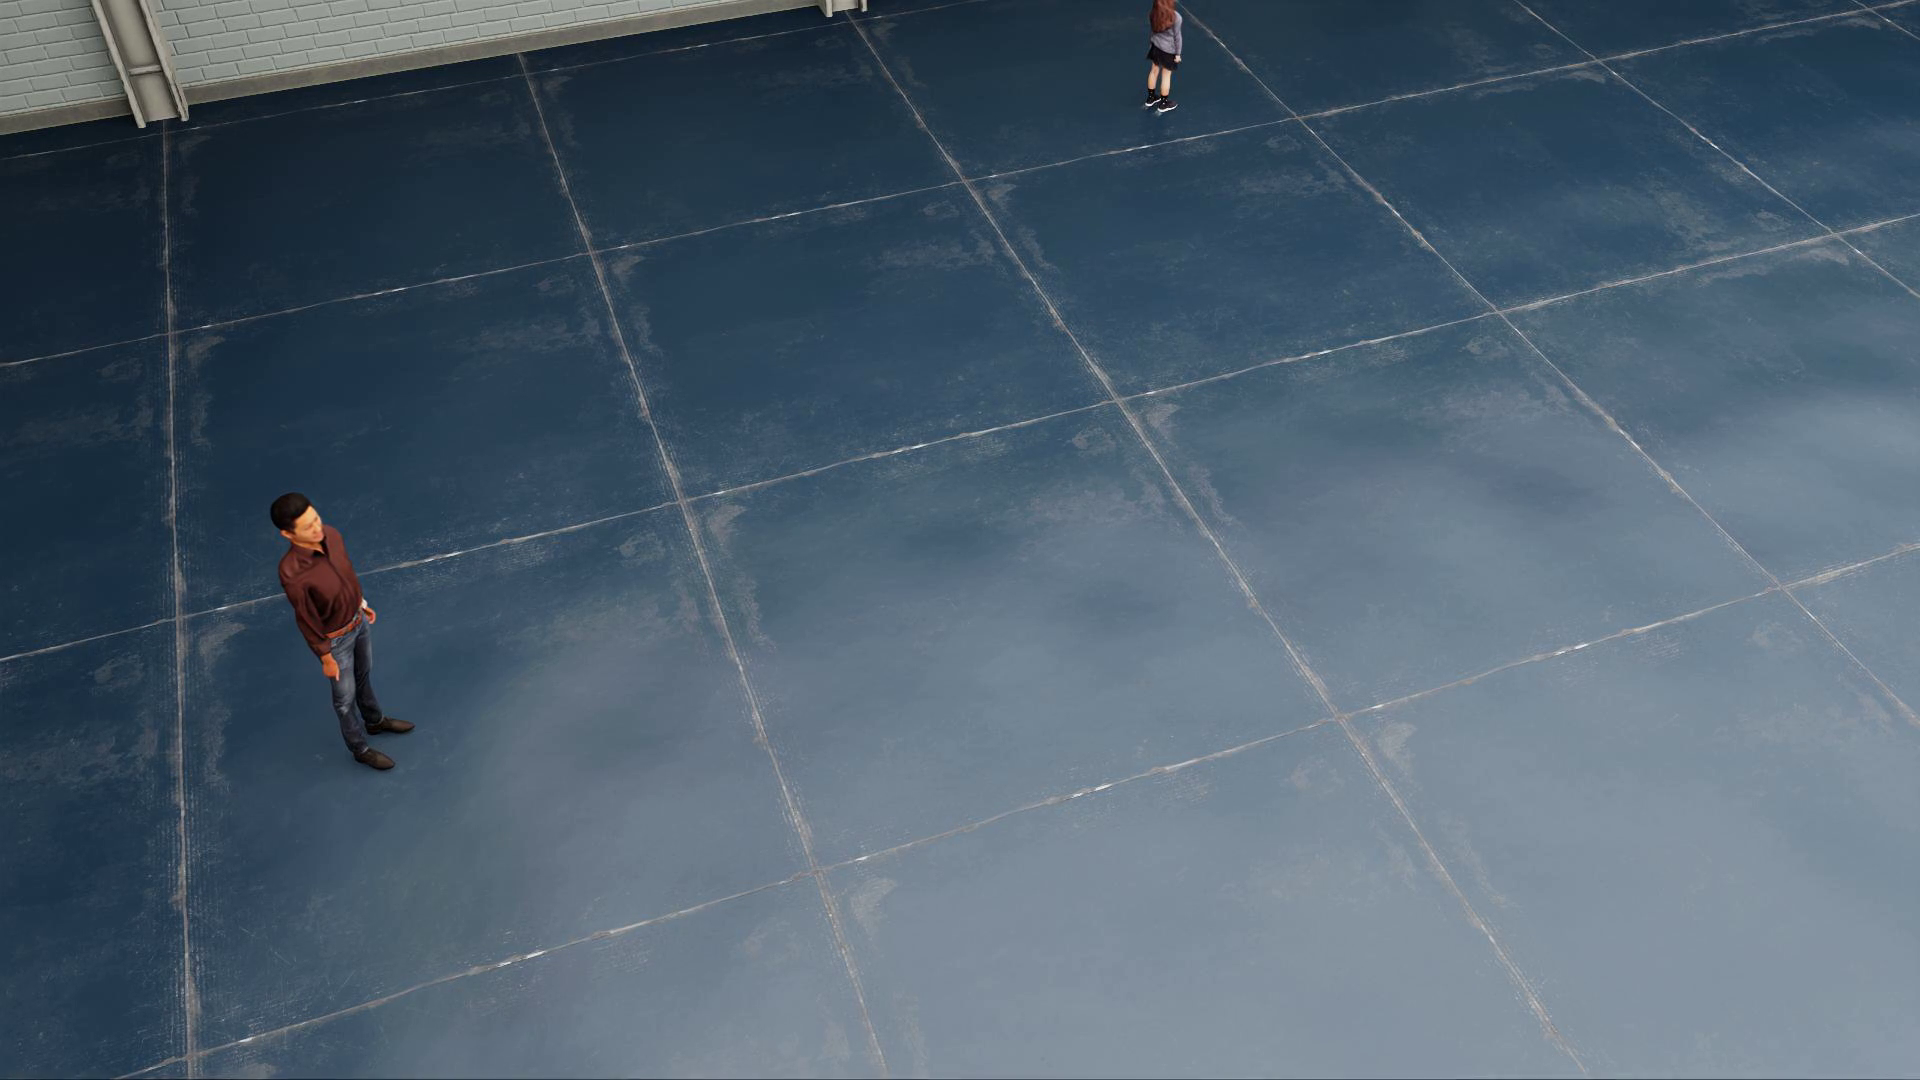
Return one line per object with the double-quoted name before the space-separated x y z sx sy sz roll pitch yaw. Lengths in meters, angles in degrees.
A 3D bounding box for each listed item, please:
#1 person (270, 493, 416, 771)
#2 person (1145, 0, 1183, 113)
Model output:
"person" -3.163 0.453 8.423 0.706 1.782 0.720 6 43 7
"person" 1.696 -4.118 13.813 0.532 1.107 0.529 -32 52 -30
